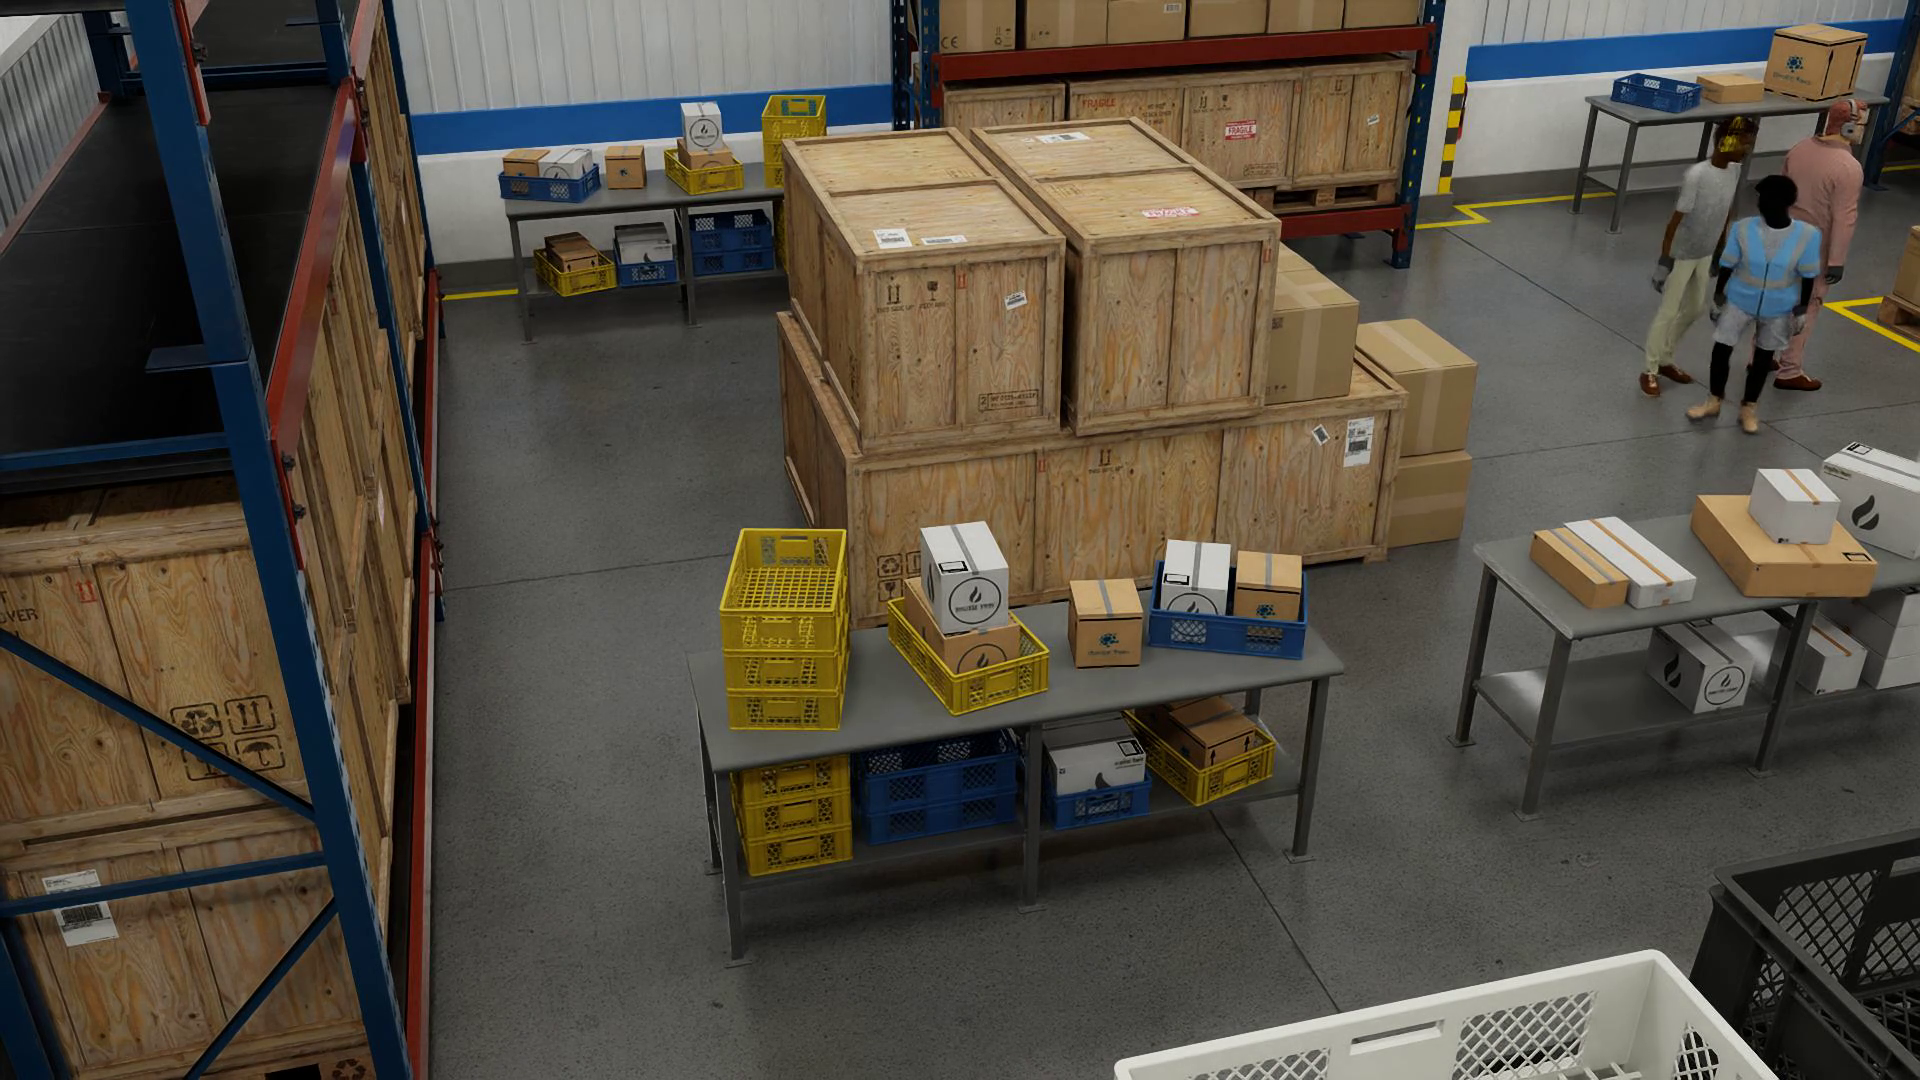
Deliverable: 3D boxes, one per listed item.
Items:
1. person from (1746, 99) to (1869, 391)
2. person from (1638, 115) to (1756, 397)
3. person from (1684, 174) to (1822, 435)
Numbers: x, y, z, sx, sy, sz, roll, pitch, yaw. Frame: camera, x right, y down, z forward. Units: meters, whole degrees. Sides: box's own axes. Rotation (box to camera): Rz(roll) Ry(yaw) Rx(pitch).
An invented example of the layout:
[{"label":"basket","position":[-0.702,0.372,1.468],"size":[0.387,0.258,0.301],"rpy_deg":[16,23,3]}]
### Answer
[{"label":"person","position":[5.612,-1.941,10.933],"size":[0.402,1.906,0.664],"rpy_deg":[-6,29,-10]},{"label":"person","position":[4.738,-1.838,10.802],"size":[0.616,1.856,0.388],"rpy_deg":[-14,32,-24]},{"label":"person","position":[4.926,-1.443,10.264],"size":[0.572,1.672,0.344],"rpy_deg":[14,32,24]}]
